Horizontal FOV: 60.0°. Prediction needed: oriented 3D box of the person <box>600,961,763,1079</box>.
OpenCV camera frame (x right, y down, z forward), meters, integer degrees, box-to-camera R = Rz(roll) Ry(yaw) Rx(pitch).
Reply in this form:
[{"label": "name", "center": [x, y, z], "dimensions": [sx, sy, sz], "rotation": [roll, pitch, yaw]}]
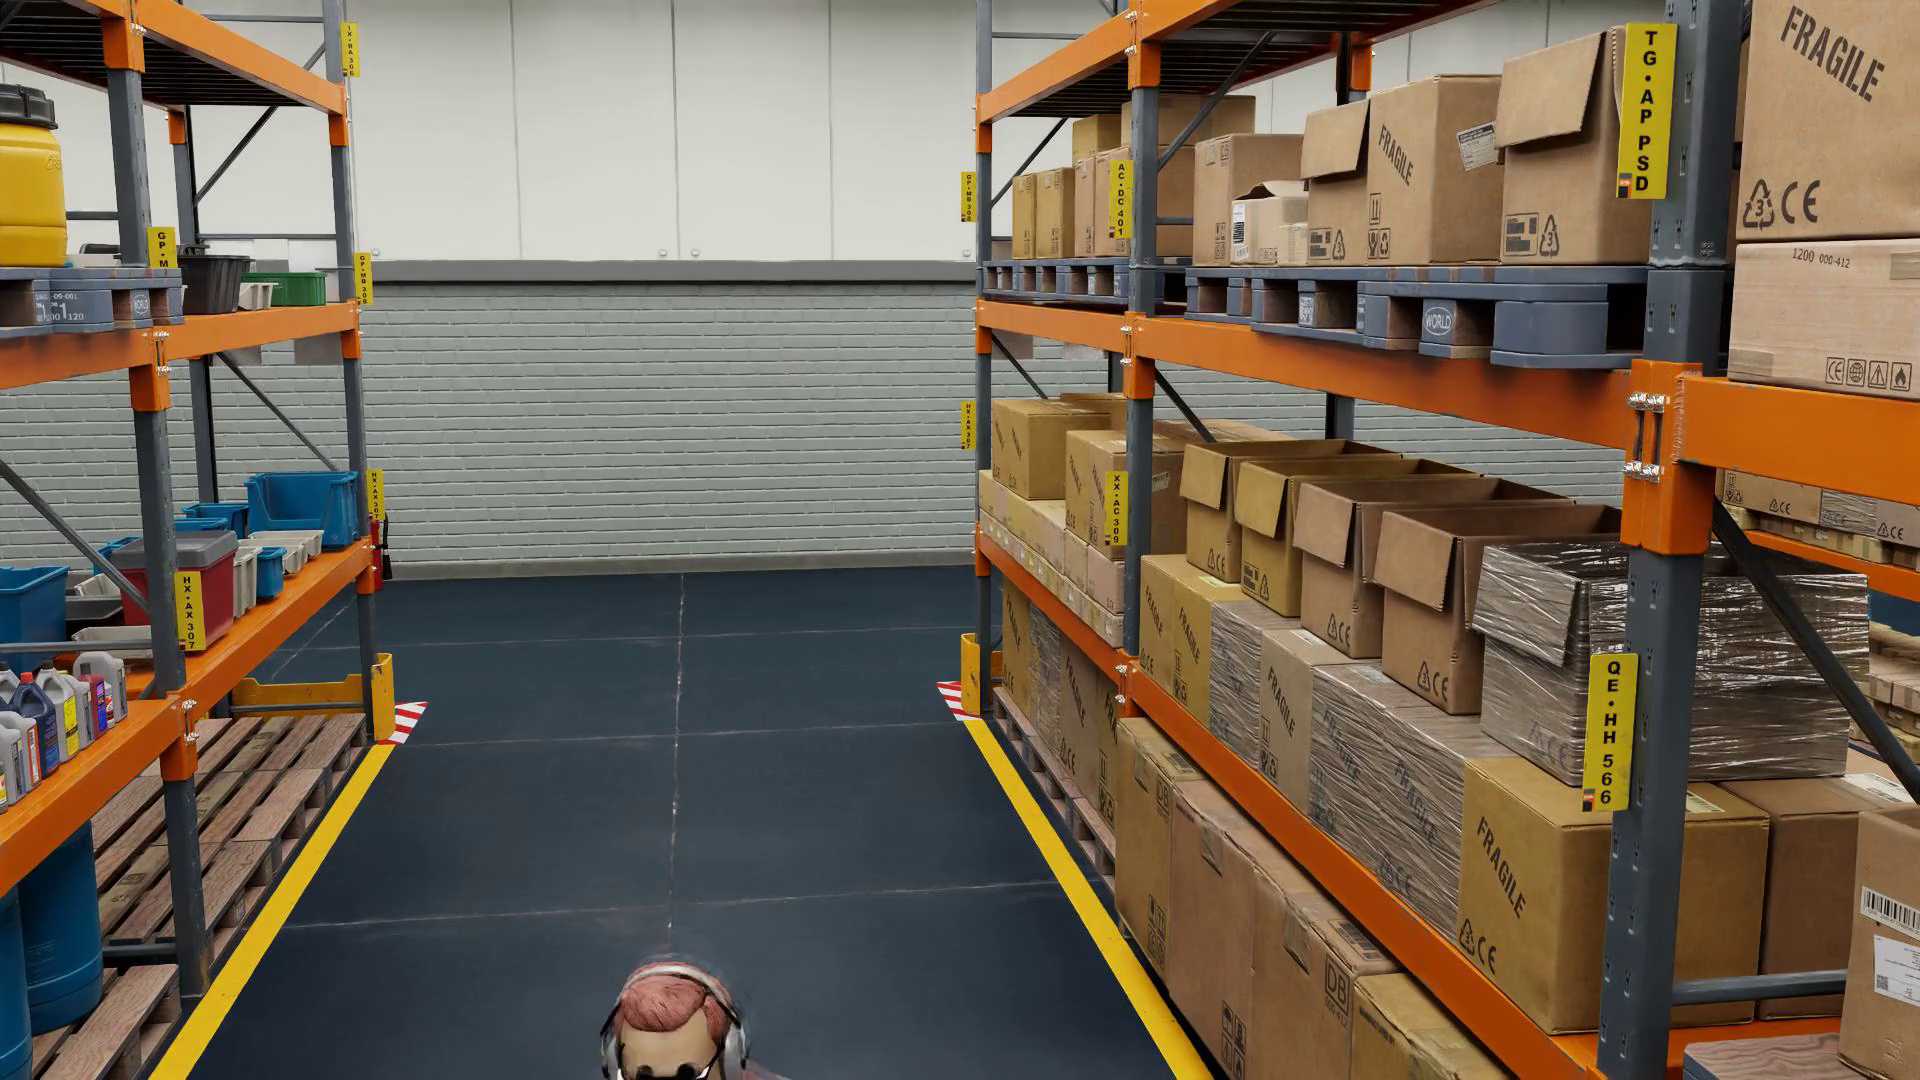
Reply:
[{"label": "person", "center": [-0.456, 1.628, 2.899], "dimensions": [0.672, 1.891, 0.445], "rotation": [0, 9, -1]}]
